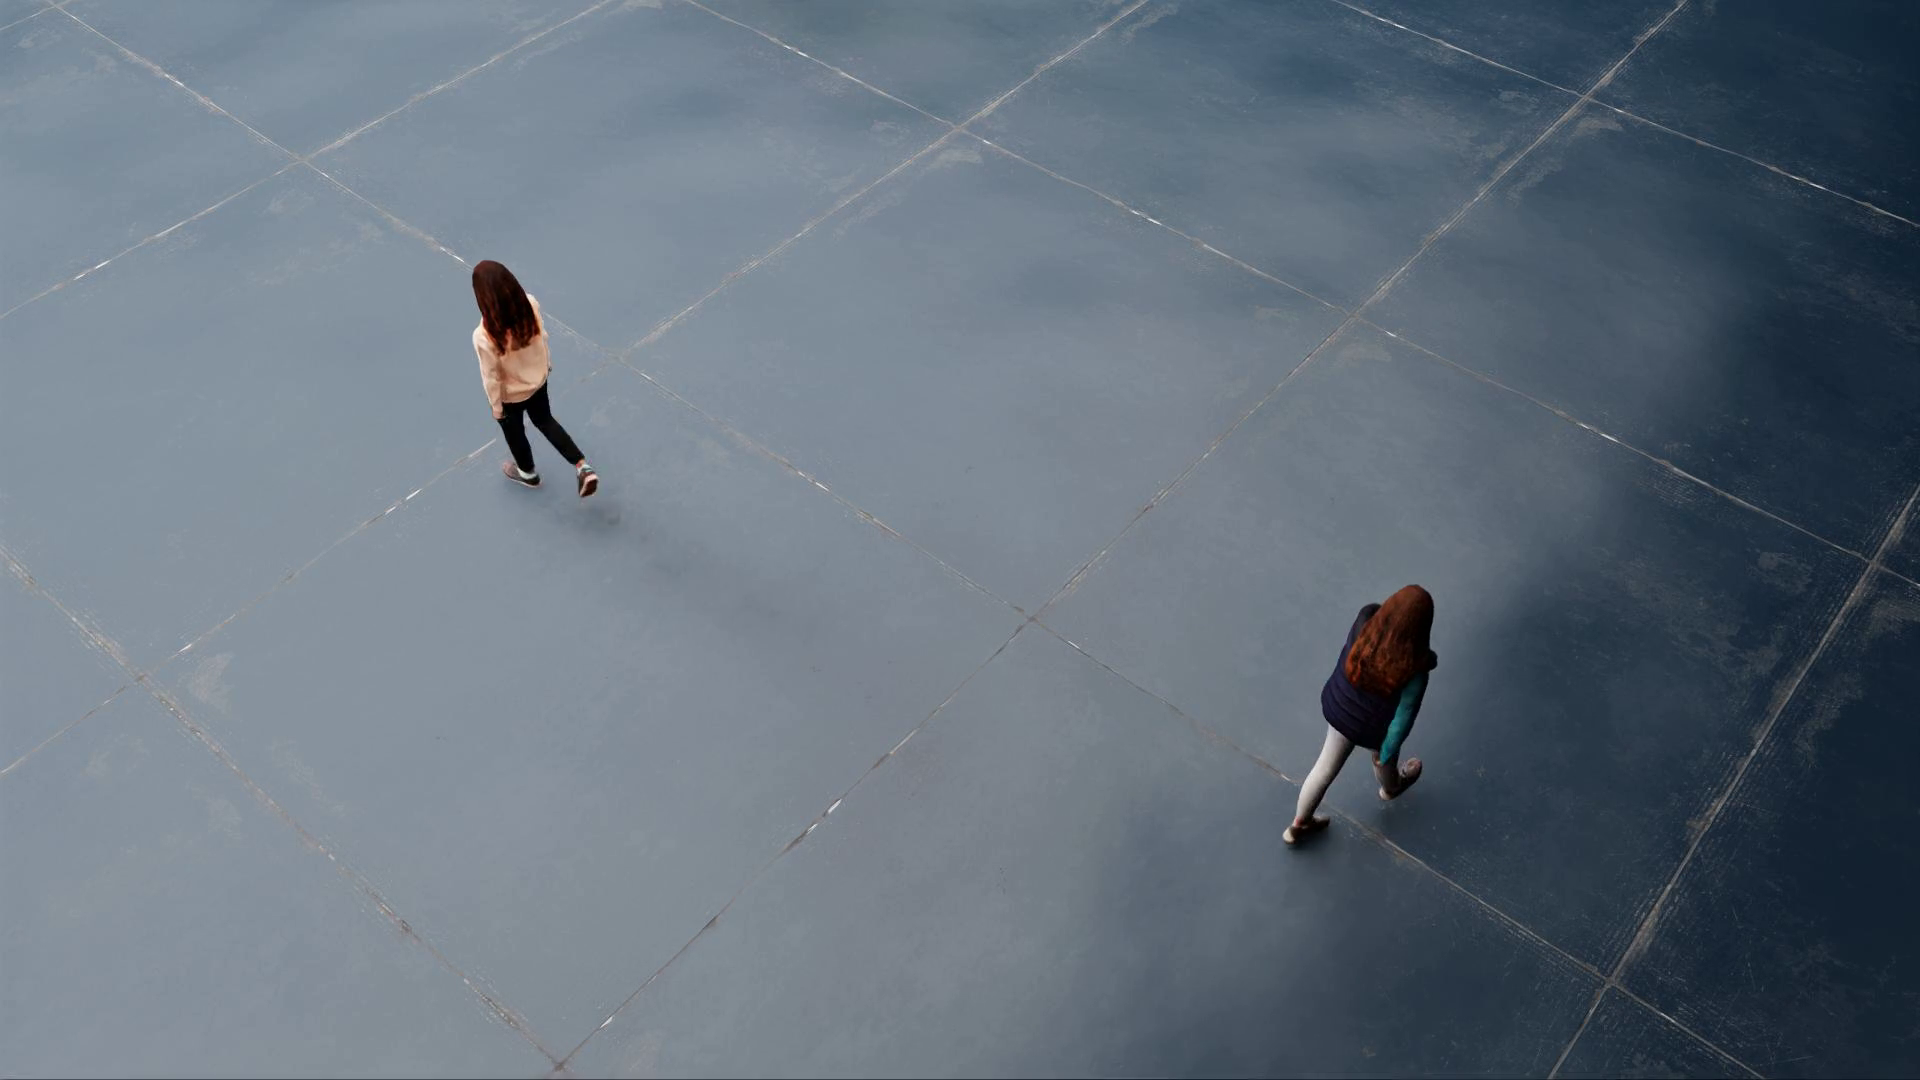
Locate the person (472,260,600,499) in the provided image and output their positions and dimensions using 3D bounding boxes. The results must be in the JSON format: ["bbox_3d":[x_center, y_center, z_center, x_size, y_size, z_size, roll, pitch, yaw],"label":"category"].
[{"bbox_3d":[-2.111,-0.737,8.130,0.691,1.465,0.826,25,52,22],"label":"person"}]

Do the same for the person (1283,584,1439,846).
[{"bbox_3d":[1.599,0.753,6.755,1.000,1.461,0.725,-28,53,-24],"label":"person"}]
